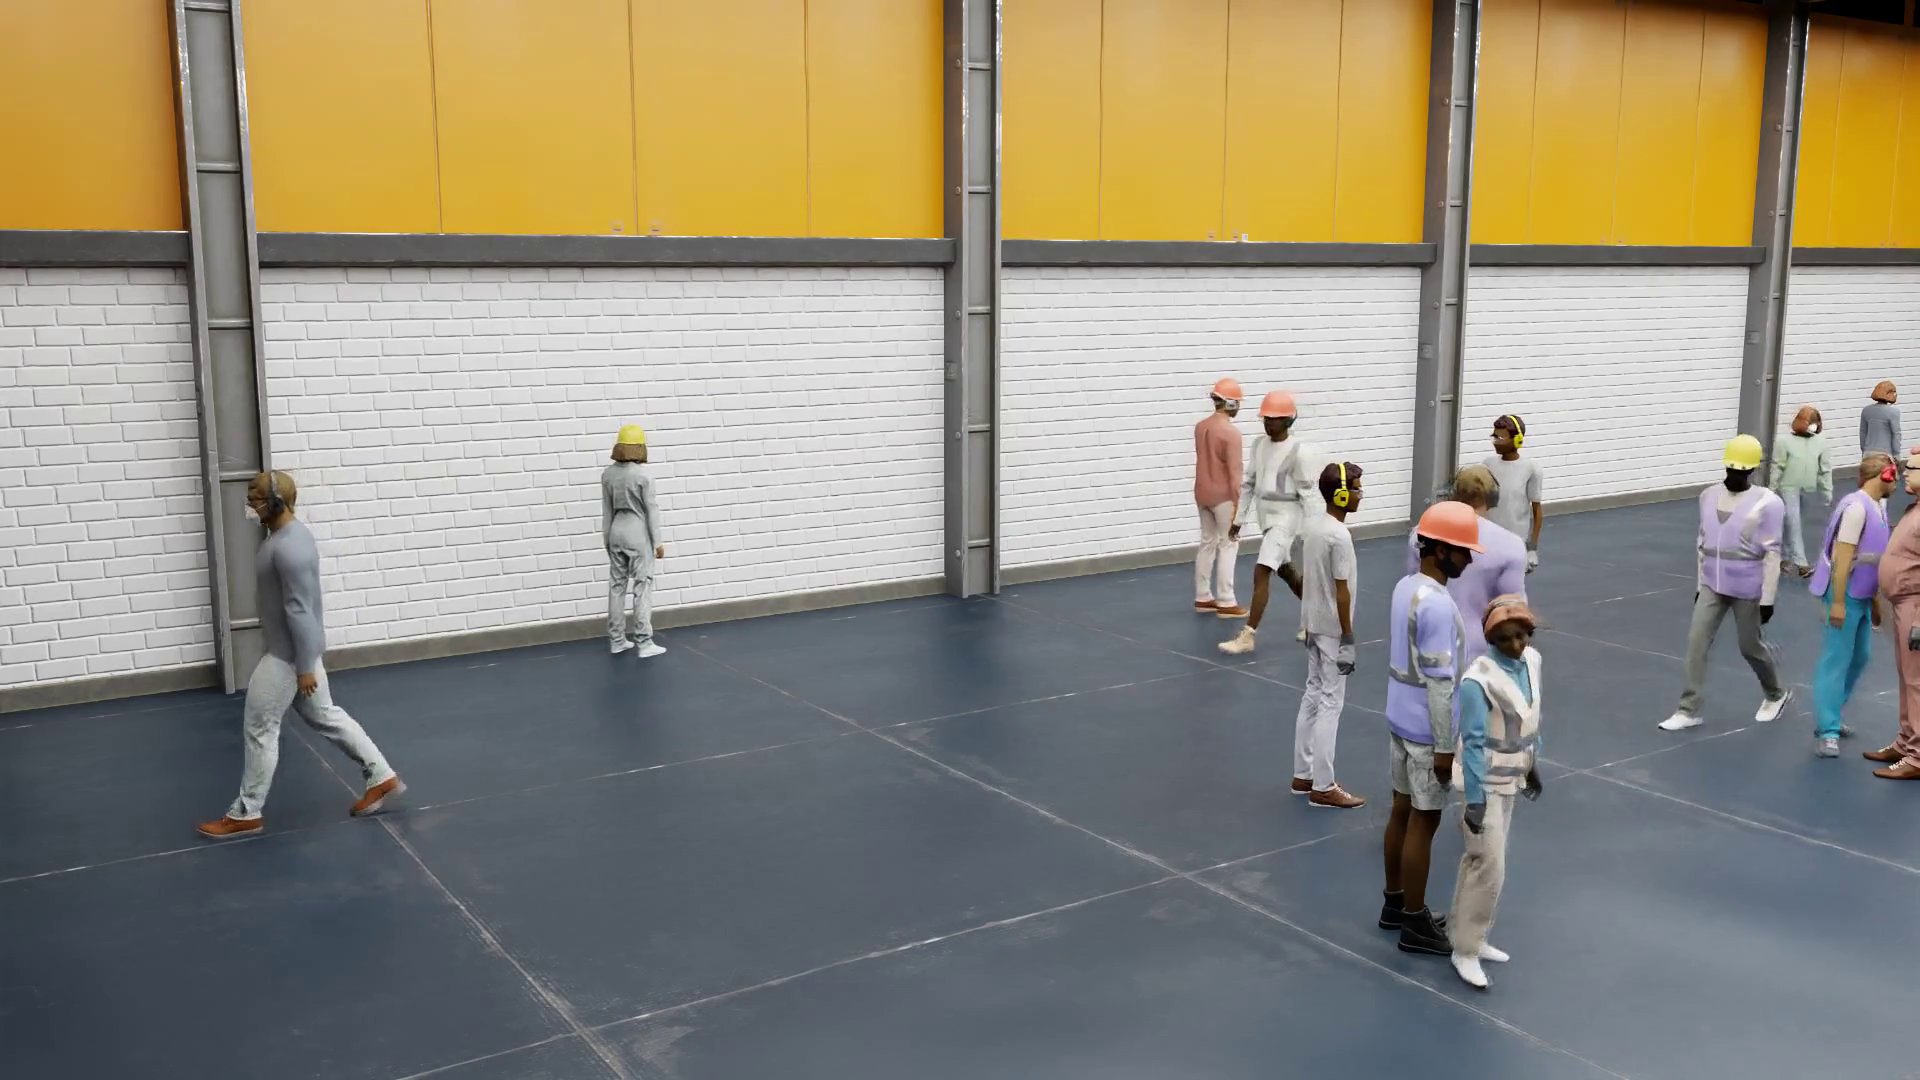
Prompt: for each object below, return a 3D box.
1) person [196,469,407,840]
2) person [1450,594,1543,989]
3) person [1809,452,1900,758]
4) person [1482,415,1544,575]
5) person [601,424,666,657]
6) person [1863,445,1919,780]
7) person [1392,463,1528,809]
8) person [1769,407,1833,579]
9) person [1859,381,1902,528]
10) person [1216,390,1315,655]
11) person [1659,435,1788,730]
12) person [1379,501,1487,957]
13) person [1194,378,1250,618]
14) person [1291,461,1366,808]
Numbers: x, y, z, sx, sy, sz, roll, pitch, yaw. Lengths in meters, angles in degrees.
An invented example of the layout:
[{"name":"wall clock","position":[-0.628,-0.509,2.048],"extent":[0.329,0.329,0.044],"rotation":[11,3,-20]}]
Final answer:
[{"name":"person","position":[-3.402,0.563,8.574],"extent":[1.009,1.897,0.647],"rotation":[-4,10,-21]},{"name":"person","position":[2.156,0.998,6.759],"extent":[0.359,1.620,0.561],"rotation":[8,12,39]},{"name":"person","position":[5.310,0.381,9.964],"extent":[0.392,1.800,0.684],"rotation":[8,12,40]},{"name":"person","position":[3.861,0.040,11.805],"extent":[0.330,1.865,0.518],"rotation":[-8,12,-40]},{"name":"person","position":[-2.441,0.000,12.423],"extent":[0.492,1.739,0.309],"rotation":[5,11,29]},{"name":"person","position":[5.432,0.408,9.457],"extent":[0.408,1.908,0.643],"rotation":[4,10,22]},{"name":"person","position":[2.542,0.566,8.452],"extent":[0.649,1.922,0.611],"rotation":[9,13,43]},{"name":"person","position":[7.831,-0.433,15.426],"extent":[0.517,1.585,0.871],"rotation":[-1,9,-4]},{"name":"person","position":[10.204,-0.949,18.450],"extent":[0.286,1.633,0.500],"rotation":[-4,10,-21]},{"name":"person","position":[2.446,-0.147,12.576],"extent":[1.071,1.998,0.615],"rotation":[-5,10,-25]},{"name":"person","position":[4.895,0.262,10.437],"extent":[0.942,1.883,0.586],"rotation":[-5,11,-26]},{"name":"person","position":[2.012,0.790,7.089],"extent":[0.375,1.927,0.543],"rotation":[0,9,-1]},{"name":"person","position":[2.173,-0.345,13.763],"extent":[0.423,1.980,0.645],"rotation":[-5,11,-26]},{"name":"person","position":[2.009,0.507,8.997],"extent":[0.334,1.865,0.550],"rotation":[-2,10,-11]}]
